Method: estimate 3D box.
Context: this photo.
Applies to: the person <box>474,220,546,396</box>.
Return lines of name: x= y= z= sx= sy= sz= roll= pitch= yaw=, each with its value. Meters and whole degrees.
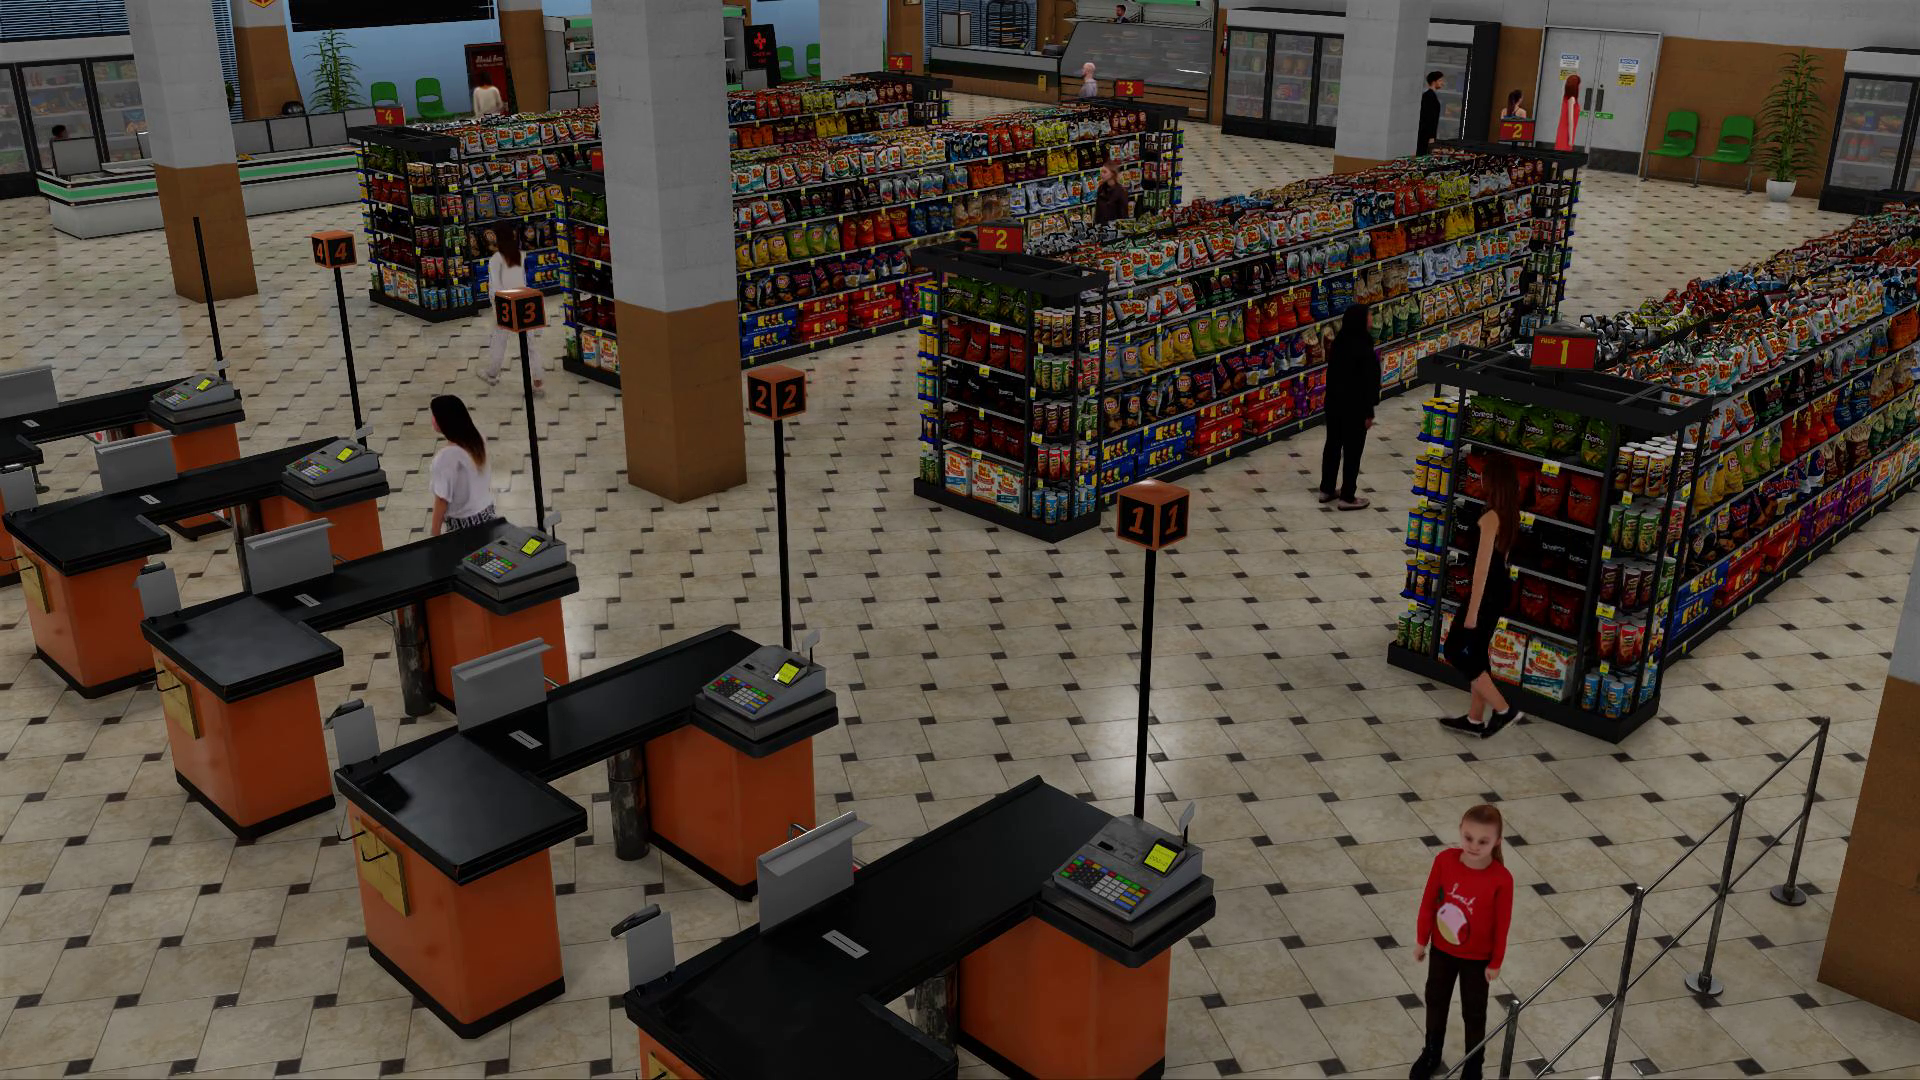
person: x=-4.178 y=-2.158 z=15.747 sx=0.806 sy=1.649 sz=1.023 roll=14 pitch=26 yaw=30

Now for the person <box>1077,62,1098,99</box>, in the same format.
person: x=2.085 y=-6.890 z=27.270 sx=0.816 sy=1.838 sz=0.735 roll=2 pitch=22 yaw=5

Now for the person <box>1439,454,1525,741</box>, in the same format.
person: x=3.049 y=0.367 z=9.378 sx=0.710 sy=1.713 sz=0.696 roll=14 pitch=26 yaw=32

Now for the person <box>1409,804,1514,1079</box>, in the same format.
person: x=2.041 y=1.645 z=6.777 sx=0.537 sy=1.279 sz=0.581 roll=15 pitch=26 yaw=33

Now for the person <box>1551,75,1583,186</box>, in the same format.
person: x=9.342 y=-6.242 z=25.672 sx=0.740 sy=1.826 sz=0.658 roll=2 pitch=22 yaw=5

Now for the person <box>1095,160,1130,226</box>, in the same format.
person: x=1.723 y=-3.441 z=18.952 sx=0.484 sy=1.639 sz=0.591 roll=-20 pitch=30 yaw=-41

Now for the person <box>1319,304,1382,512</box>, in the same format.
person: x=3.040 y=-1.042 z=13.019 sx=0.716 sy=1.611 sz=0.717 roll=-12 pitch=25 yaw=-27

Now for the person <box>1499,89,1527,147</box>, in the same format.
person: x=8.516 y=-6.138 z=25.704 sx=0.561 sy=1.610 sz=0.538 roll=19 pitch=29 yaw=39

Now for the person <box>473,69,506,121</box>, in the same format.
person: x=-7.814 y=-6.927 z=27.628 sx=1.071 sy=1.639 sz=1.106 roll=-1 pitch=22 yaw=-4

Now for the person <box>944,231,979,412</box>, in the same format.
person: x=0.090 y=-1.927 z=15.032 sx=0.720 sy=1.753 sz=0.703 roll=10 pitch=24 yaw=24

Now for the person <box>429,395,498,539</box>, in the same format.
person: x=-3.088 y=-0.119 z=10.663 sx=1.031 sy=1.655 sz=1.005 roll=4 pitch=22 yaw=10

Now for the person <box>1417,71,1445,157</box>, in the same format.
person: x=7.191 y=-6.254 z=25.615 sx=0.841 sy=1.891 sz=0.767 roll=1 pitch=22 yaw=3

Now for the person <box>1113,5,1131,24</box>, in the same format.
person: x=3.711 y=-11.419 z=38.501 sx=0.633 sy=1.867 sz=0.551 roll=20 pitch=30 yaw=41
